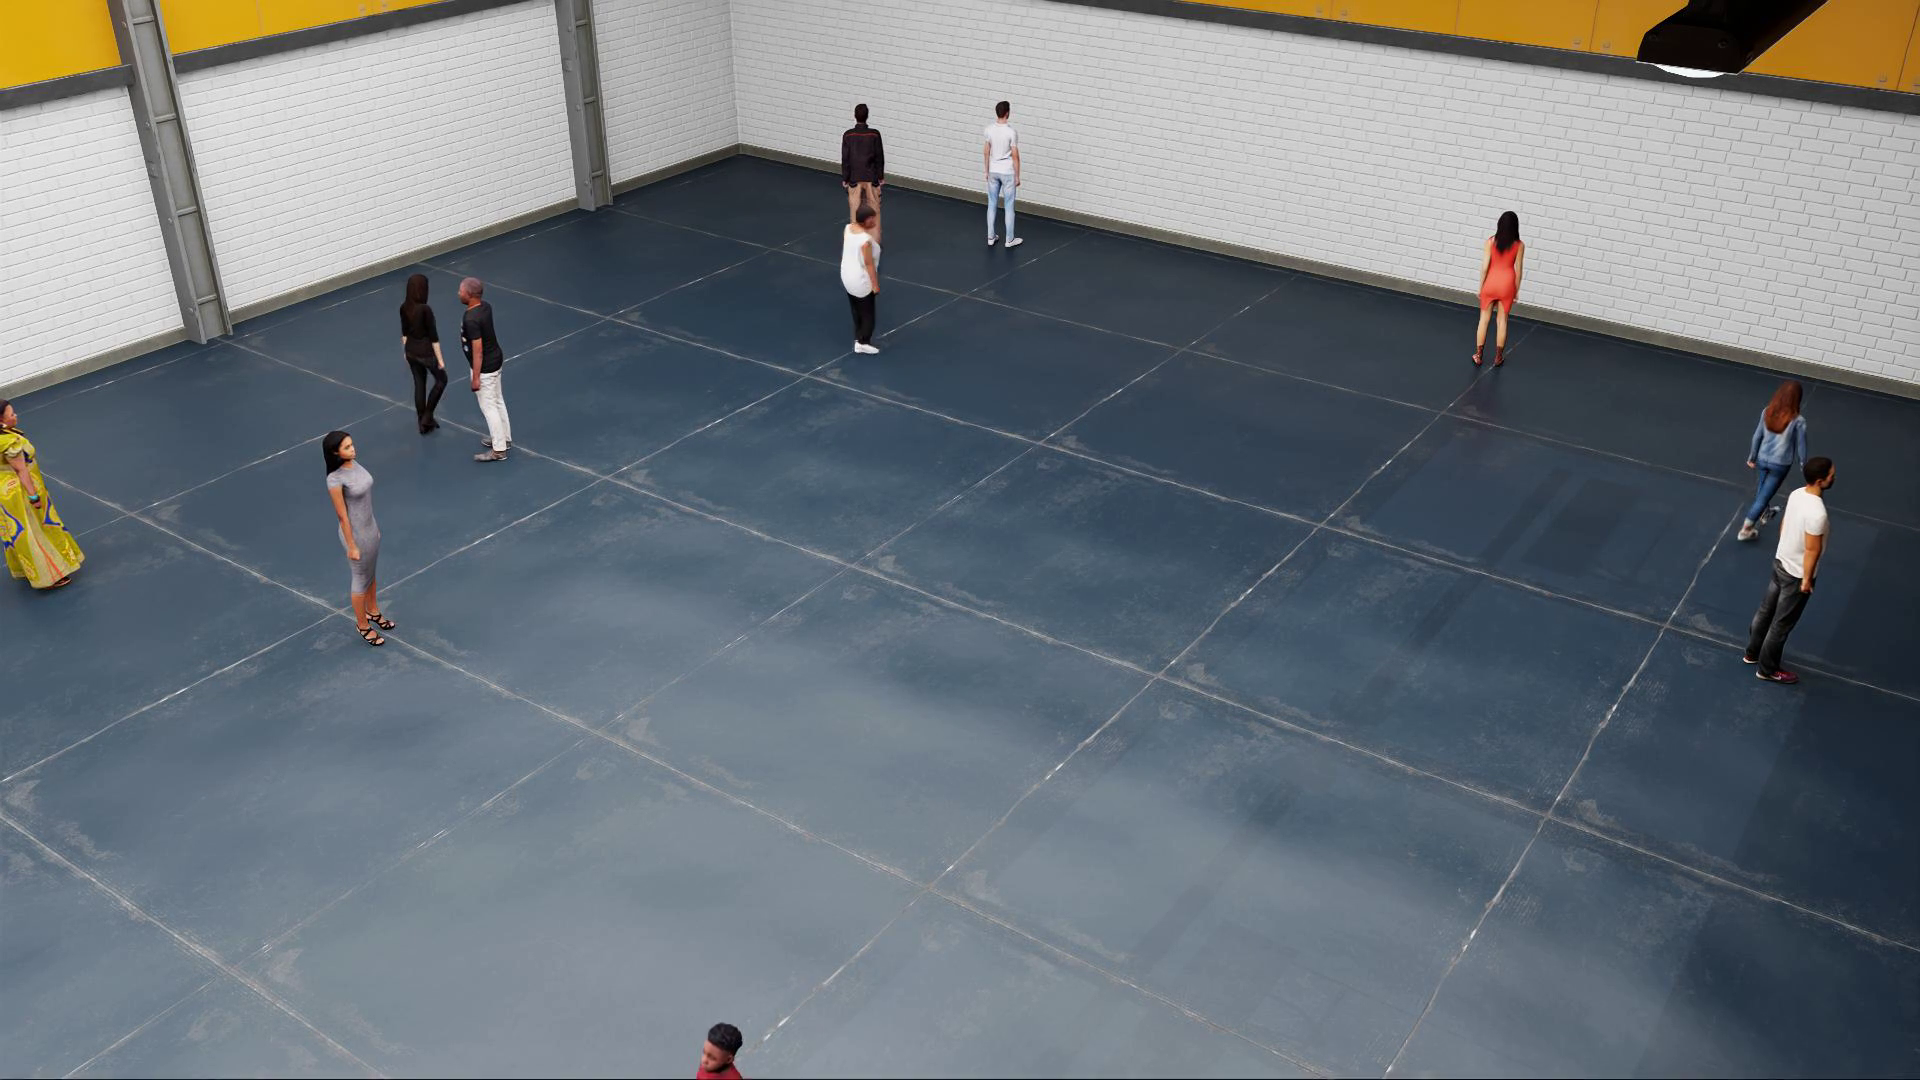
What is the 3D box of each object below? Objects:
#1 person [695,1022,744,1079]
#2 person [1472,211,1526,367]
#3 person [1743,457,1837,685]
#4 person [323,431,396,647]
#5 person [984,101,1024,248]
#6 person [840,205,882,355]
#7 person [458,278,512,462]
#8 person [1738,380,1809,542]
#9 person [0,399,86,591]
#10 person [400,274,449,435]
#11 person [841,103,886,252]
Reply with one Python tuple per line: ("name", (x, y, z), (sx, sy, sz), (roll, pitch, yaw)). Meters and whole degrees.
("person", (-1.099, 2.839, 8.177), (0.936, 1.234, 0.662), (-22, 36, -35))
("person", (5.766, -2.690, 17.808), (0.658, 1.718, 0.640), (7, 29, 13))
("person", (6.216, 0.198, 12.423), (0.779, 1.804, 0.662), (2, 29, 3))
("person", (-4.657, -0.029, 12.863), (0.726, 1.781, 0.615), (2, 29, 4))
("person", (0.537, -4.700, 21.353), (0.661, 1.851, 0.561), (15, 32, 26))
("person", (-1.068, -2.878, 18.198), (0.765, 1.675, 0.750), (22, 36, 35))
("person", (-4.497, -1.631, 15.776), (0.825, 1.805, 0.729), (1, 29, 2))
("person", (6.981, -0.653, 14.351), (0.975, 1.453, 0.788), (-16, 32, -26))
("person", (-7.716, -0.394, 13.659), (0.879, 1.660, 0.801), (23, 36, 36))
("person", (-5.271, -1.774, 16.219), (0.736, 1.632, 0.684), (9, 30, 16))
("person", (-1.221, -4.544, 20.990), (0.793, 1.925, 0.836), (-3, 29, -5))
